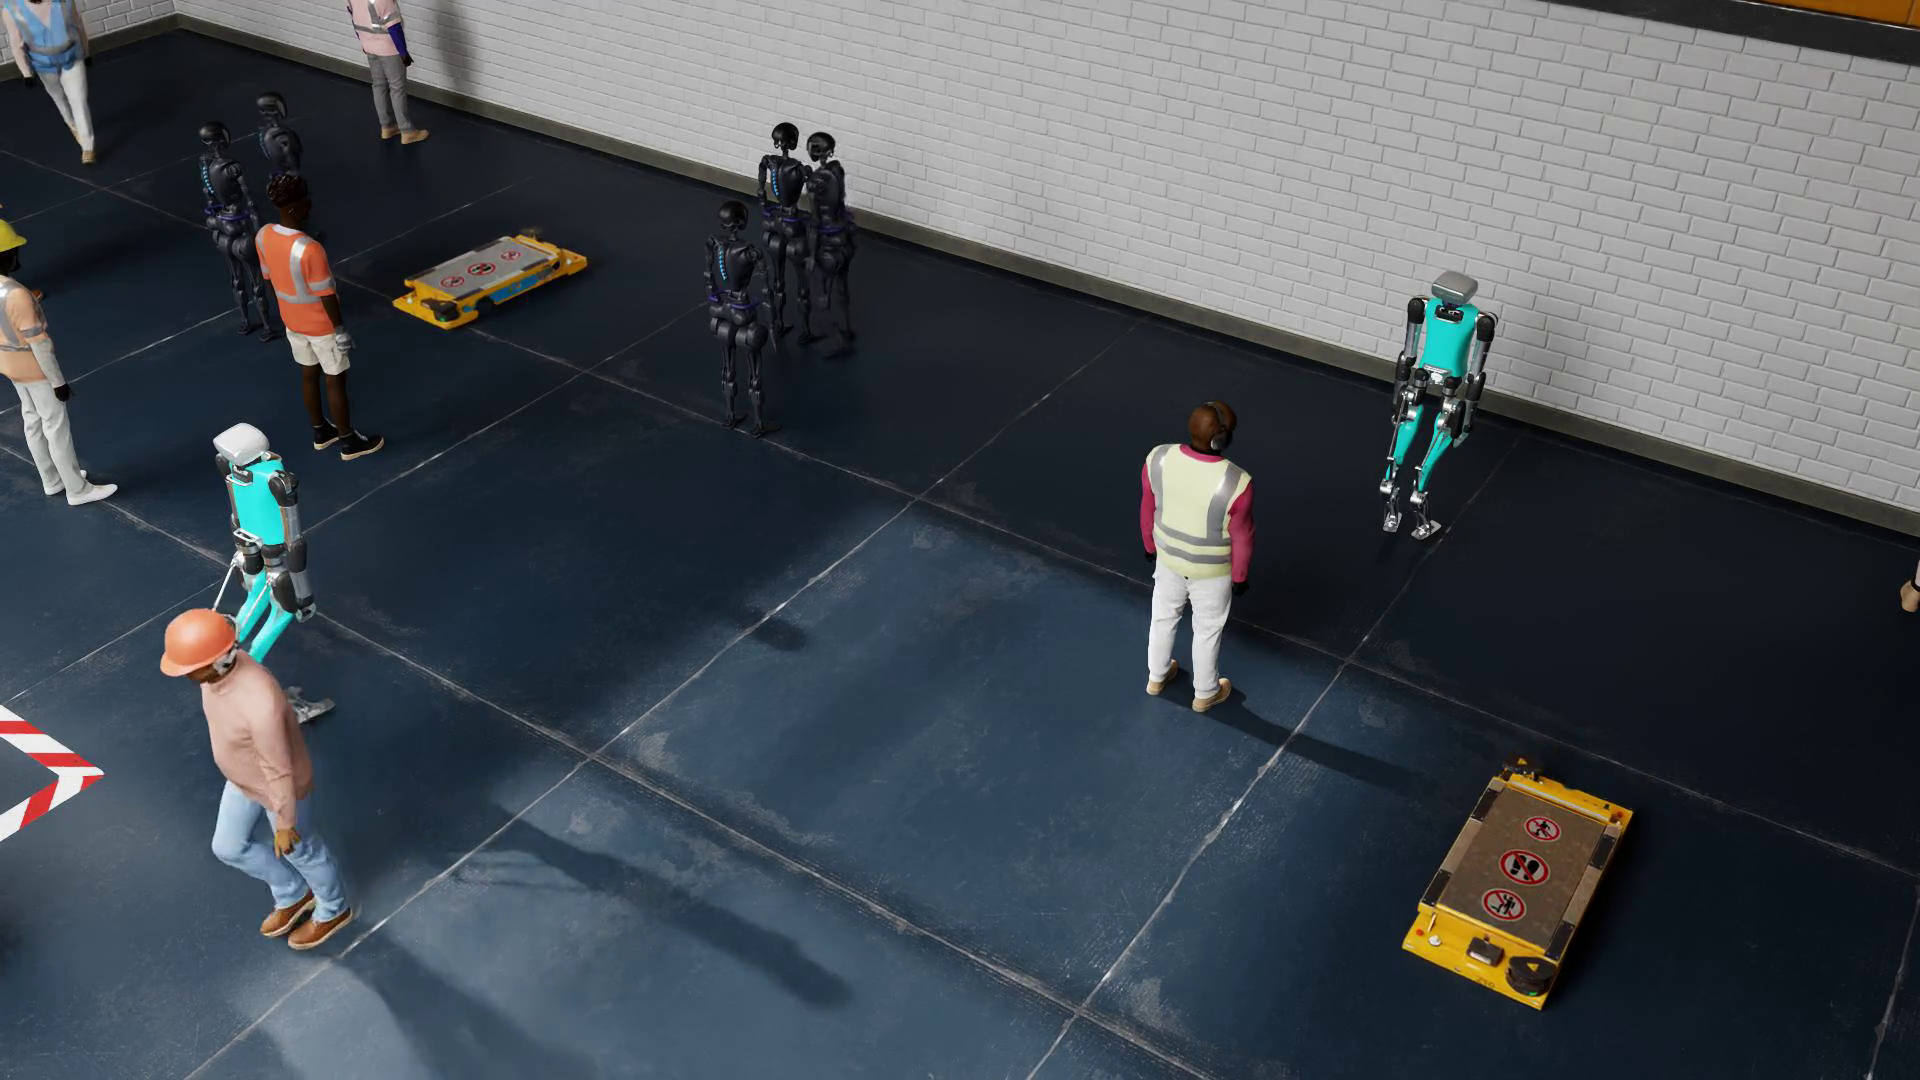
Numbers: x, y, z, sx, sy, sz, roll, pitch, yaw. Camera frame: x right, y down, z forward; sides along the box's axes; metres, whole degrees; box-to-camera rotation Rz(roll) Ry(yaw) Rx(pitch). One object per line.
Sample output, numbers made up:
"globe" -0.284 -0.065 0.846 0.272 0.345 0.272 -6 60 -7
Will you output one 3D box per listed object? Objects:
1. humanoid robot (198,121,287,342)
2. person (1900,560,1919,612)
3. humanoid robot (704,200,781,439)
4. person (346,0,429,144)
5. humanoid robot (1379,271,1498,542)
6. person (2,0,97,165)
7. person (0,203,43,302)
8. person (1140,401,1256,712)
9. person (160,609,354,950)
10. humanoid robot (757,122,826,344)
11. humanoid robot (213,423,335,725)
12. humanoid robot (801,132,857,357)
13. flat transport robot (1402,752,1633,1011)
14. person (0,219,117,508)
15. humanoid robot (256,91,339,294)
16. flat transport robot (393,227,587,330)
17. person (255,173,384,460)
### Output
"humanoid robot" -5.345 -2.291 12.296 0.599 1.657 0.315 21 40 27
"person" 5.786 -0.371 9.383 0.487 1.888 0.397 21 40 27
"humanoid robot" -1.480 -1.489 11.151 0.599 1.657 0.315 21 40 27
"person" -5.366 -4.599 15.541 0.624 1.751 0.419 21 40 27
"humanoid robot" 2.745 -0.715 9.888 0.533 1.677 0.735 21 40 27
"person" -8.294 -4.392 15.247 0.626 1.762 1.035 -16 38 -22
"person" -7.545 -2.723 12.651 0.622 1.991 0.394 21 40 27
"person" 1.250 0.087 8.770 0.633 1.839 0.429 21 40 27
"person" -3.055 1.080 7.238 0.637 1.966 0.545 29 44 34
"humanoid robot" -1.260 -2.272 12.270 0.599 1.657 0.315 21 40 27
"humanoid robot" -3.650 0.268 8.484 0.533 1.677 0.735 21 40 27
"humanoid robot" -0.920 -2.174 12.138 0.377 1.645 0.597 12 37 16
"flat transport robot" 2.707 1.595 7.984 0.659 0.231 1.431 21 40 27
"person" -5.788 -1.104 10.396 0.592 1.924 0.380 21 40 27
"humanoid robot" -5.108 -2.648 12.810 0.329 1.649 0.602 -19 39 -24
"flat transport robot" -3.735 -2.093 13.254 0.659 0.231 1.431 24 41 30
"person" -4.213 -1.447 10.853 0.612 1.963 0.362 21 40 27
